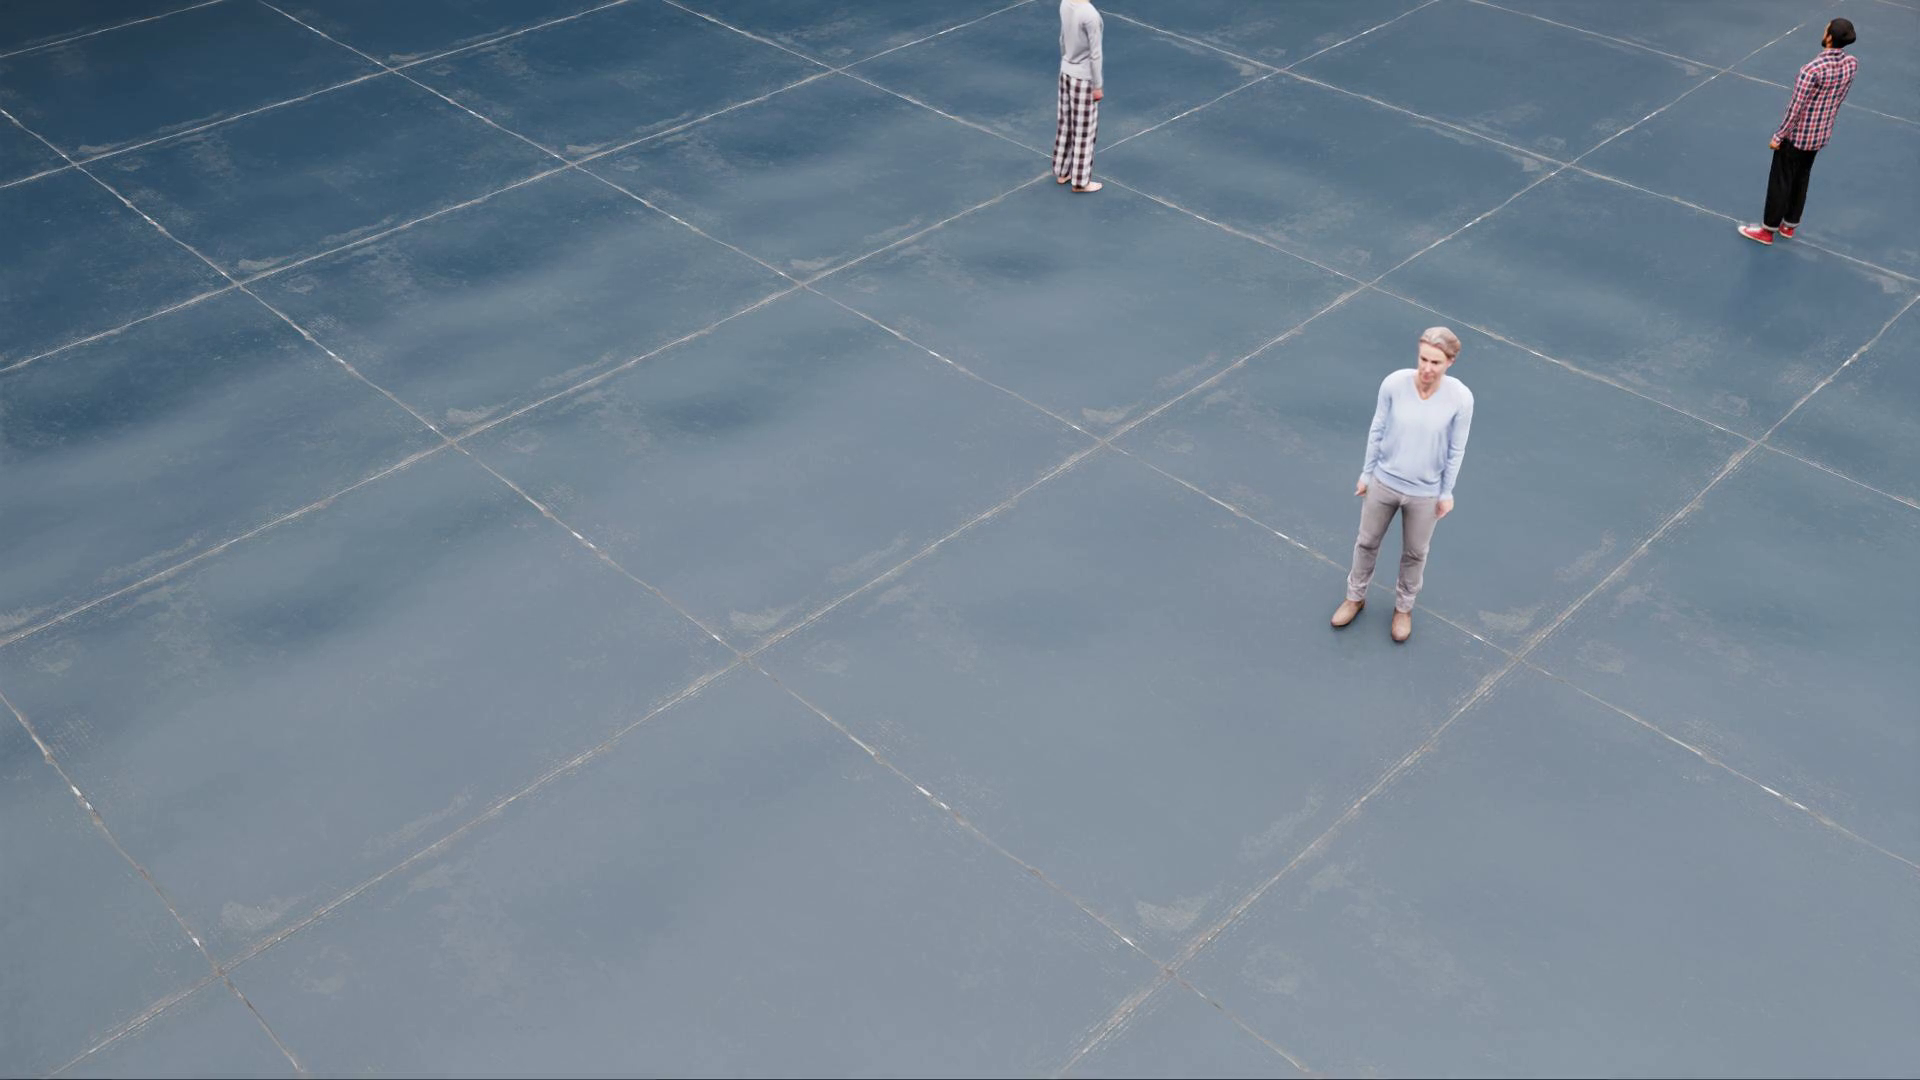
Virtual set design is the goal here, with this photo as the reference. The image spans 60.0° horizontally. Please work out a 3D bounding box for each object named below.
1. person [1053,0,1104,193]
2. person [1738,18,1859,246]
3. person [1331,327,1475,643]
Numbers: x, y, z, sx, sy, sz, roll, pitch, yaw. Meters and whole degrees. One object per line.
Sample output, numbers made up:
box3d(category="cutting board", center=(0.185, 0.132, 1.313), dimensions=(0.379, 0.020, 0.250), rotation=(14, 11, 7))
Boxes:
box3d(category="person", center=(0.951, -3.700, 13.308), dimensions=(0.626, 1.846, 0.678), rotation=(-20, 41, -24))
box3d(category="person", center=(6.385, -3.085, 12.569), dimensions=(0.662, 1.761, 0.822), rotation=(-18, 41, -22))
box3d(category="person", center=(2.364, -0.305, 8.803), dimensions=(0.736, 1.893, 0.704), rotation=(16, 40, 20))
